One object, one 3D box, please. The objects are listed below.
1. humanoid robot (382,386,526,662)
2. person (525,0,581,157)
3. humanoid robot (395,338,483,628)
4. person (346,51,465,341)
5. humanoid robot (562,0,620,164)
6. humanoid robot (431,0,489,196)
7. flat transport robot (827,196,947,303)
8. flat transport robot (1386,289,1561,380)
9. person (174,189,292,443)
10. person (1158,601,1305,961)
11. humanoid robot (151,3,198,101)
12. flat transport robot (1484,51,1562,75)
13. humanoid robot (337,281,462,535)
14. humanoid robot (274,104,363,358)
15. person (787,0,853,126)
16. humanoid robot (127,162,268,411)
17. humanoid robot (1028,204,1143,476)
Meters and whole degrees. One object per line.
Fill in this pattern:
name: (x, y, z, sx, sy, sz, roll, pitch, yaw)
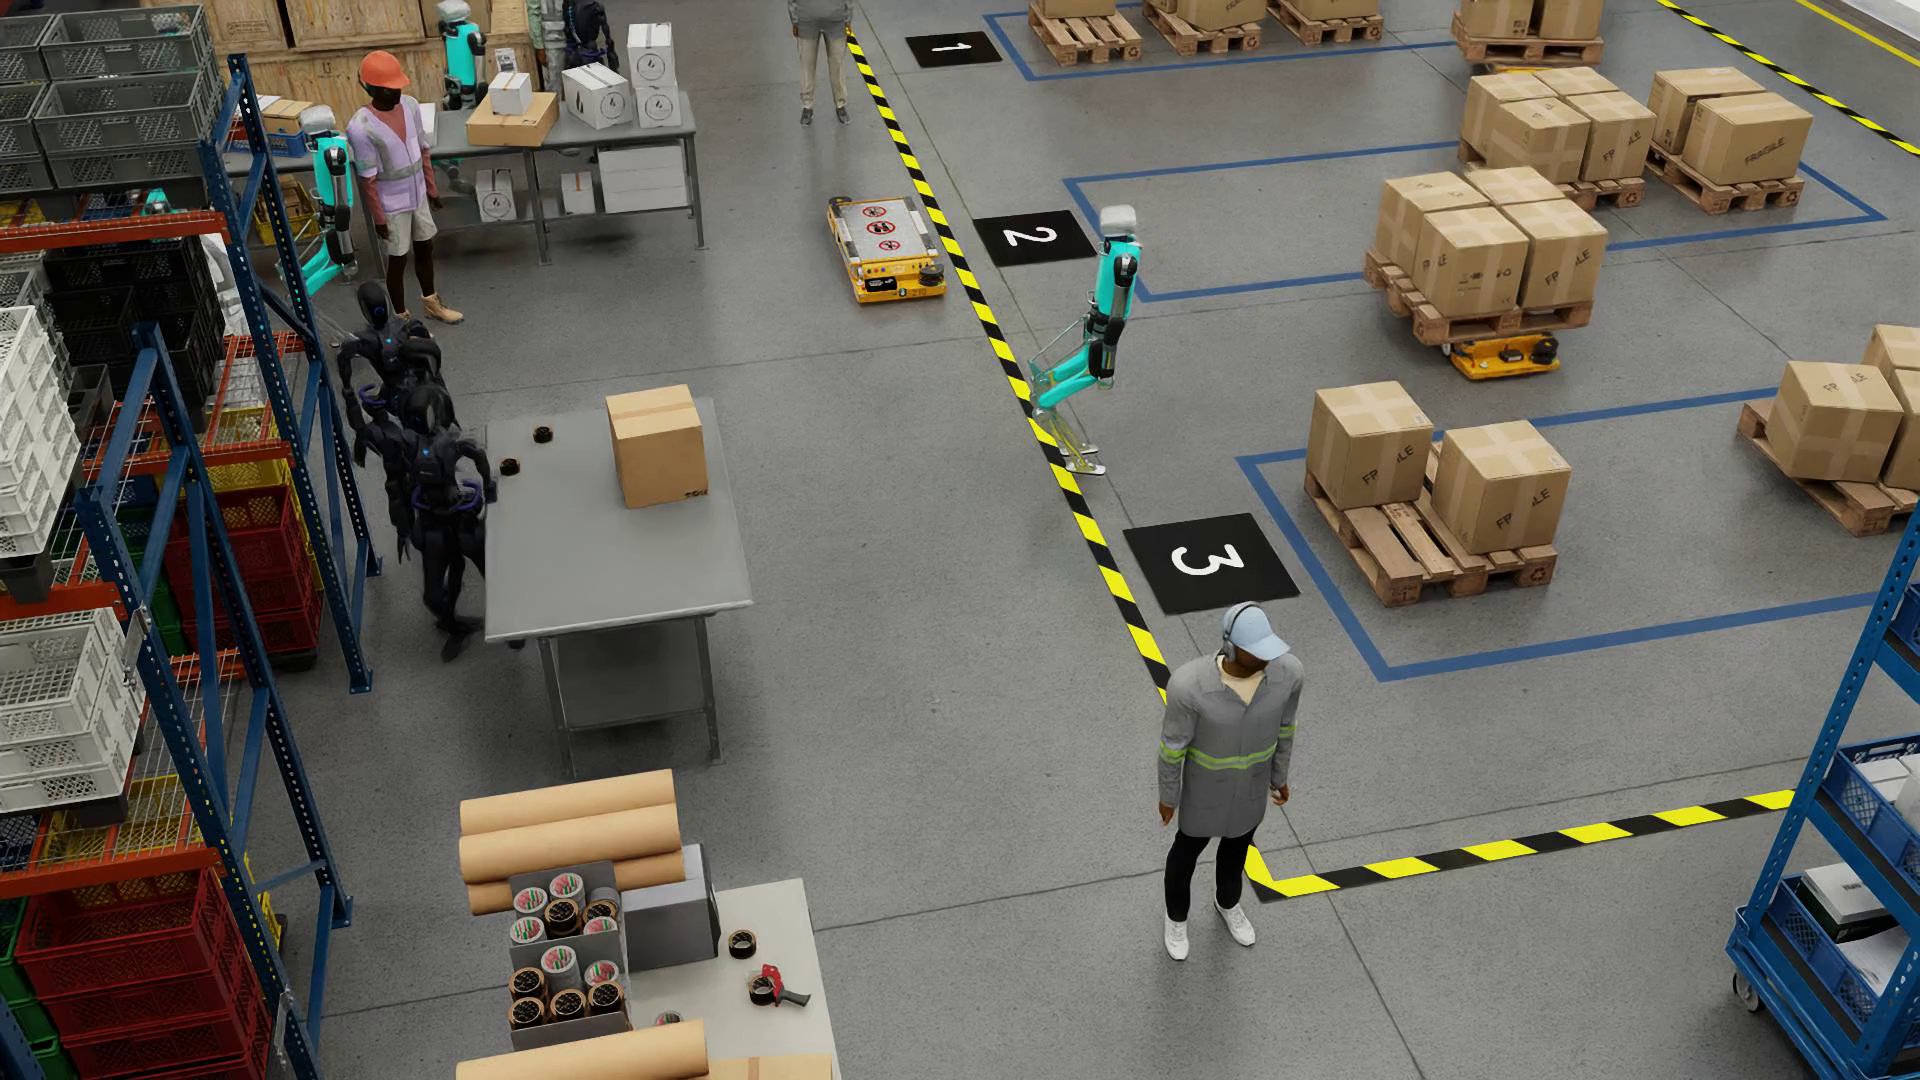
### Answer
humanoid robot: (-2.588, -0.097, 8.501, 0.603, 1.649, 0.406, 1, 37, 1)
person: (-3.279, -4.154, 13.741, 0.412, 1.939, 0.602, 25, 43, 30)
humanoid robot: (-2.795, -0.313, 8.803, 0.381, 1.639, 0.624, -18, 40, -23)
person: (-3.717, -2.286, 11.155, 0.413, 2.034, 0.600, 17, 40, 21)
humanoid robot: (-2.999, -3.864, 13.565, 0.589, 1.654, 0.327, 24, 43, 29)
humanoid robot: (-3.908, -3.125, 12.574, 1.045, 1.767, 0.540, -30, 46, -34)
flat transport robot: (-0.570, -2.220, 12.538, 0.659, 0.231, 1.431, -8, 37, -10)
flat transport robot: (3.571, -1.590, 11.667, 0.652, 0.197, 1.431, -8, 37, -10)
person: (-4.428, -1.395, 10.077, 0.356, 1.882, 0.571, -6, 37, -8)
person: (1.099, 1.002, 6.879, 0.596, 1.852, 0.359, -9, 37, -11)
humanoid robot: (-5.989, -3.047, 12.487, 0.811, 1.874, 0.551, -13, 39, -17)
flat transport robot: (5.256, -4.481, 15.553, 0.652, 0.197, 1.431, 2, 37, 2)
humanoid robot: (-3.107, -0.678, 9.276, 0.616, 1.649, 0.367, -27, 44, -31)
humanoid robot: (-4.237, -1.963, 10.849, 0.735, 1.677, 0.533, -17, 40, -21)
person: (-1.191, -4.455, 14.284, 0.560, 1.768, 0.399, -4, 37, -6)
humanoid robot: (-4.653, -1.602, 10.426, 0.678, 1.750, 0.546, -20, 41, -25)
humanoid robot: (0.665, -1.159, 9.769, 0.735, 1.677, 0.533, -1, 37, -1)
